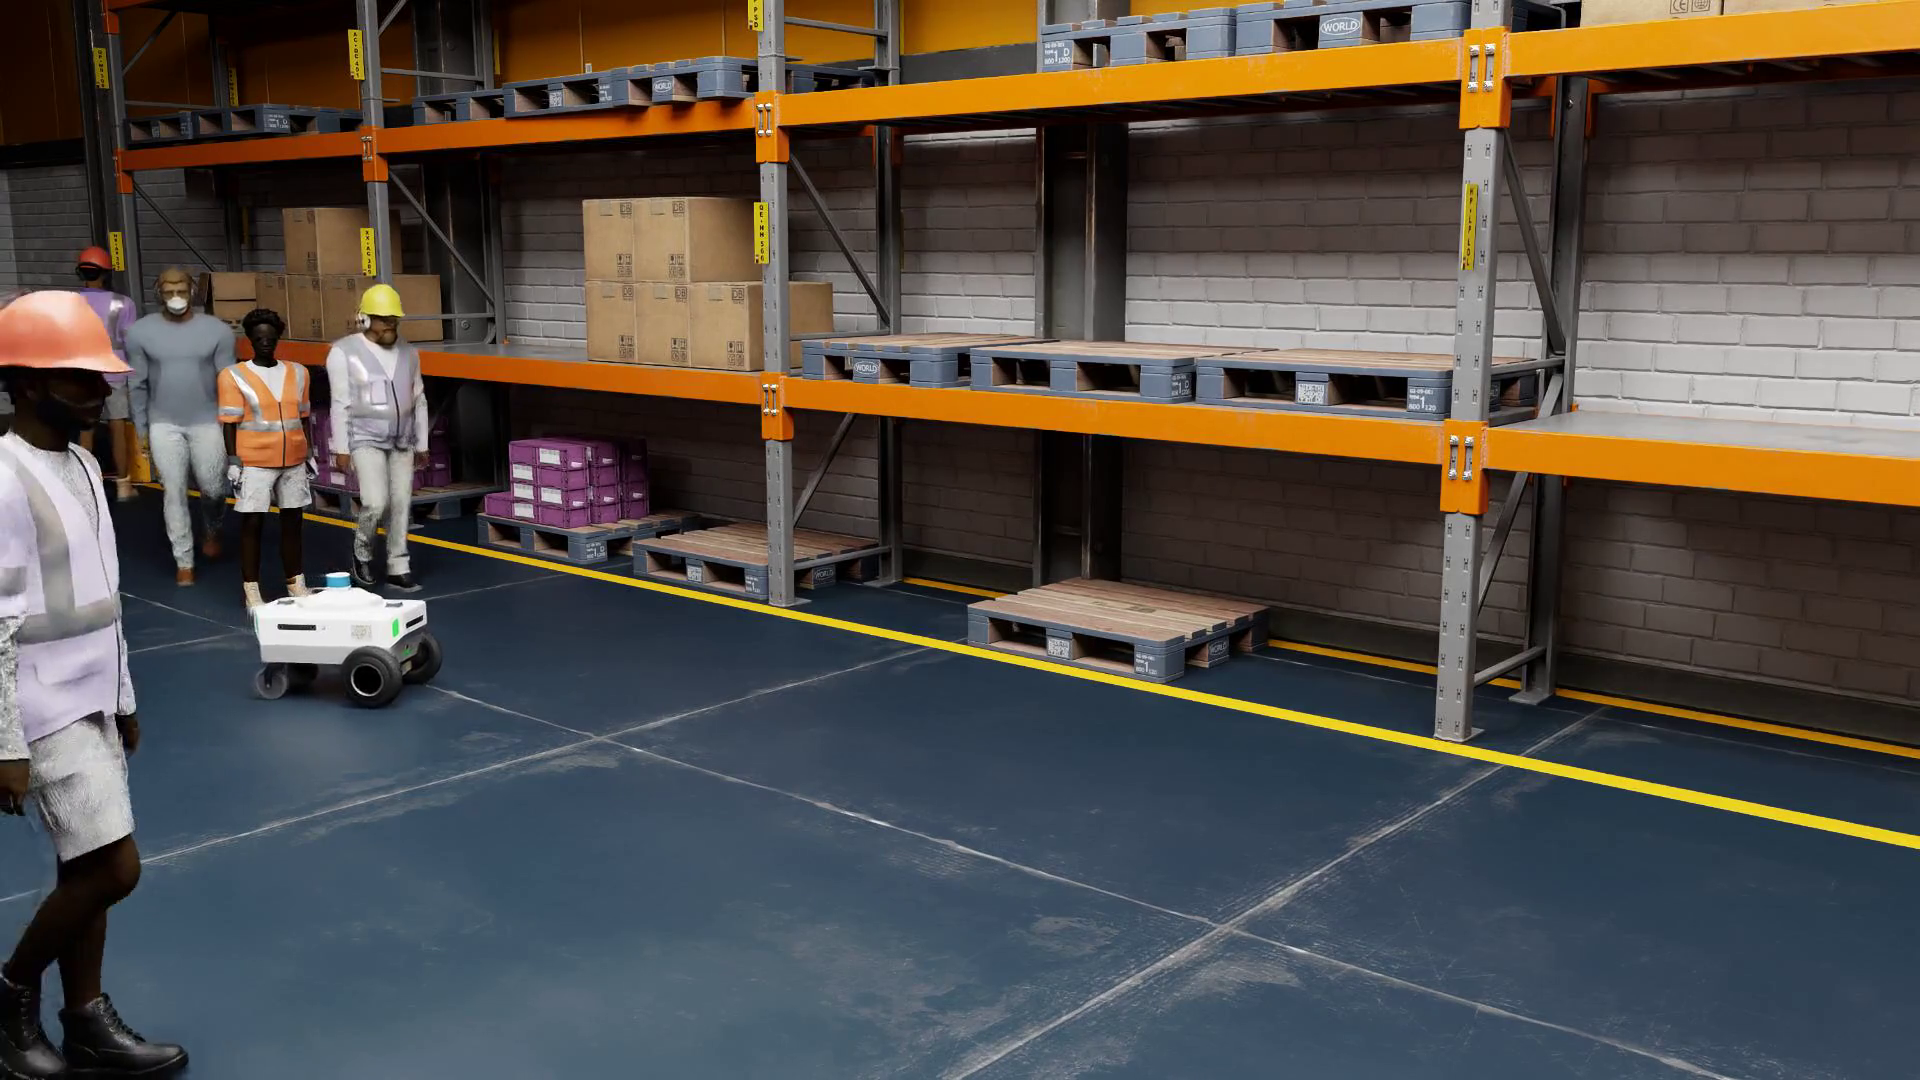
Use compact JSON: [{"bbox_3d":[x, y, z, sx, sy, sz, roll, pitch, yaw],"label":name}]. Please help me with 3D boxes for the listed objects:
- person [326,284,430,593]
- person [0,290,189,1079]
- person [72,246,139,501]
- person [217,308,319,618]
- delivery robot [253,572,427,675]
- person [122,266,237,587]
[{"bbox_3d":[-3.367,-0.580,9.717,0.419,1.813,0.605,8,13,37],"label":"person"},{"bbox_3d":[-2.097,0.386,3.909,0.413,1.925,0.575,-1,10,-7],"label":"person"},{"bbox_3d":[-6.857,-1.314,13.296,0.608,2.038,0.390,-2,10,-12],"label":"person"},{"bbox_3d":[-3.809,-0.431,9.202,0.316,1.699,0.542,8,13,39],"label":"person"},{"bbox_3d":[-2.799,0.390,7.520,0.707,0.478,0.477,1,10,7],"label":"delivery robot"},{"bbox_3d":[-4.718,-0.704,10.152,0.636,1.924,0.660,-4,11,-22],"label":"person"}]
